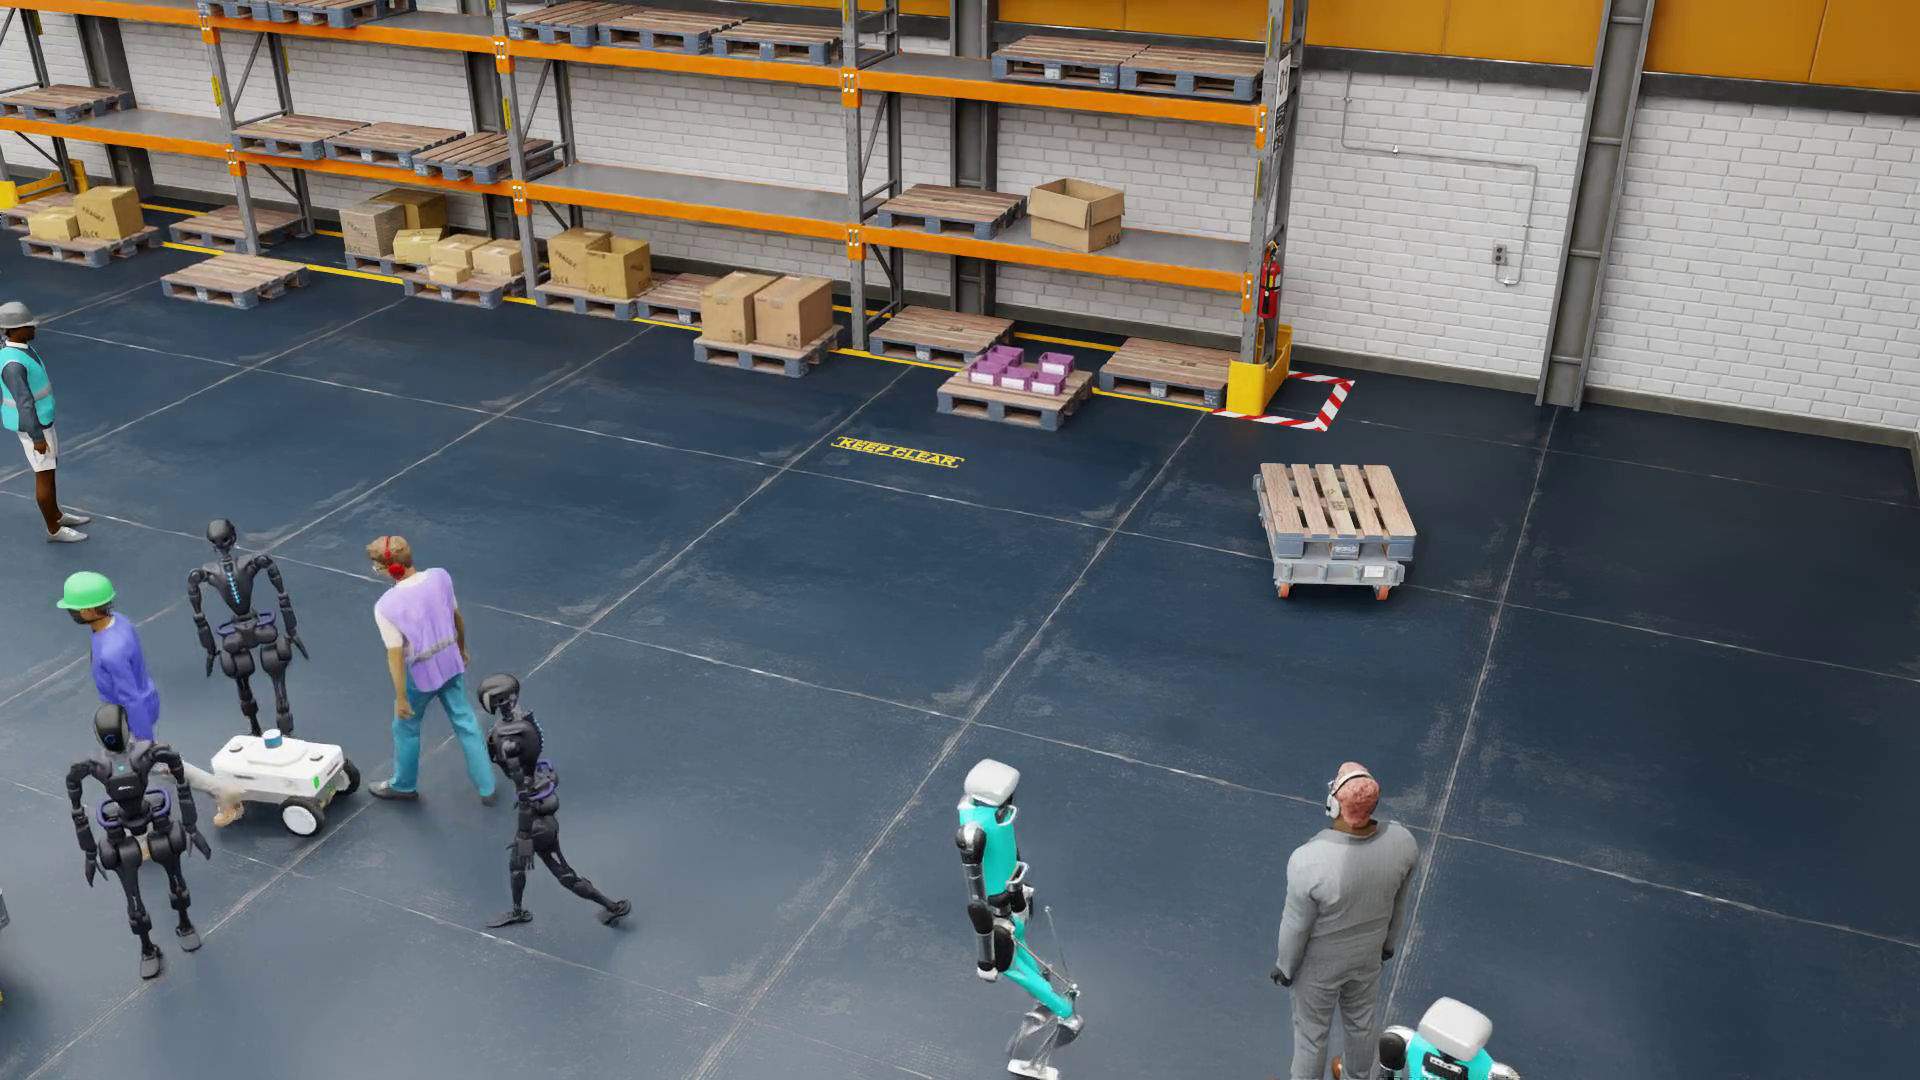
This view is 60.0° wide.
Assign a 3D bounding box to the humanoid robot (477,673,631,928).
[{"bbox_3d":[-2.207,1.391,8.774,0.764,1.630,0.609,-6,28,-12],"label":"humanoid robot"}]

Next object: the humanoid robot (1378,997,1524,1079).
[{"bbox_3d":[1.696,2.617,6.282,0.538,1.789,0.810,16,31,28],"label":"humanoid robot"}]

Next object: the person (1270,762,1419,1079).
[{"bbox_3d":[1.702,1.842,7.576,0.641,1.907,0.402,-9,29,-17],"label":"person"}]

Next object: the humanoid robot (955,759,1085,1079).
[{"bbox_3d":[0.365,1.873,7.748,0.764,1.824,0.540,9,29,17],"label":"humanoid robot"}]

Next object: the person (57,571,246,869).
[{"bbox_3d":[-4.593,0.975,9.322,0.805,1.849,0.460,-9,29,-18],"label":"person"}]

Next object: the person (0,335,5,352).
[{"bbox_3d":[-9.779,-2.712,16.341,0.368,1.965,0.602,16,31,27],"label":"person"}]

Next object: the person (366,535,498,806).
[{"bbox_3d":[-3.170,0.756,9.791,0.770,1.800,0.657,15,31,27],"label":"person"}]

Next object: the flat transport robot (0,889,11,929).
[{"bbox_3d":[-5.721,2.234,8.600,1.431,0.231,0.659,16,31,28],"label":"flat transport robot"}]

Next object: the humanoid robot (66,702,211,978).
[{"bbox_3d":[-4.199,1.490,8.523,0.593,1.638,0.452,-13,30,-23],"label":"humanoid robot"}]

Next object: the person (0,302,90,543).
[{"bbox_3d":[-7.155,-0.909,12.873,0.433,1.936,0.566,-10,29,-19],"label":"person"}]

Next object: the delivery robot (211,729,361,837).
[{"bbox_3d":[-4.039,1.393,9.896,0.759,0.575,0.499,5,28,9],"label":"delivery robot"}]

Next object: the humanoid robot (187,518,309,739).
[{"bbox_3d":[-4.355,0.607,10.222,0.590,1.636,0.653,-12,30,-22],"label":"humanoid robot"}]
